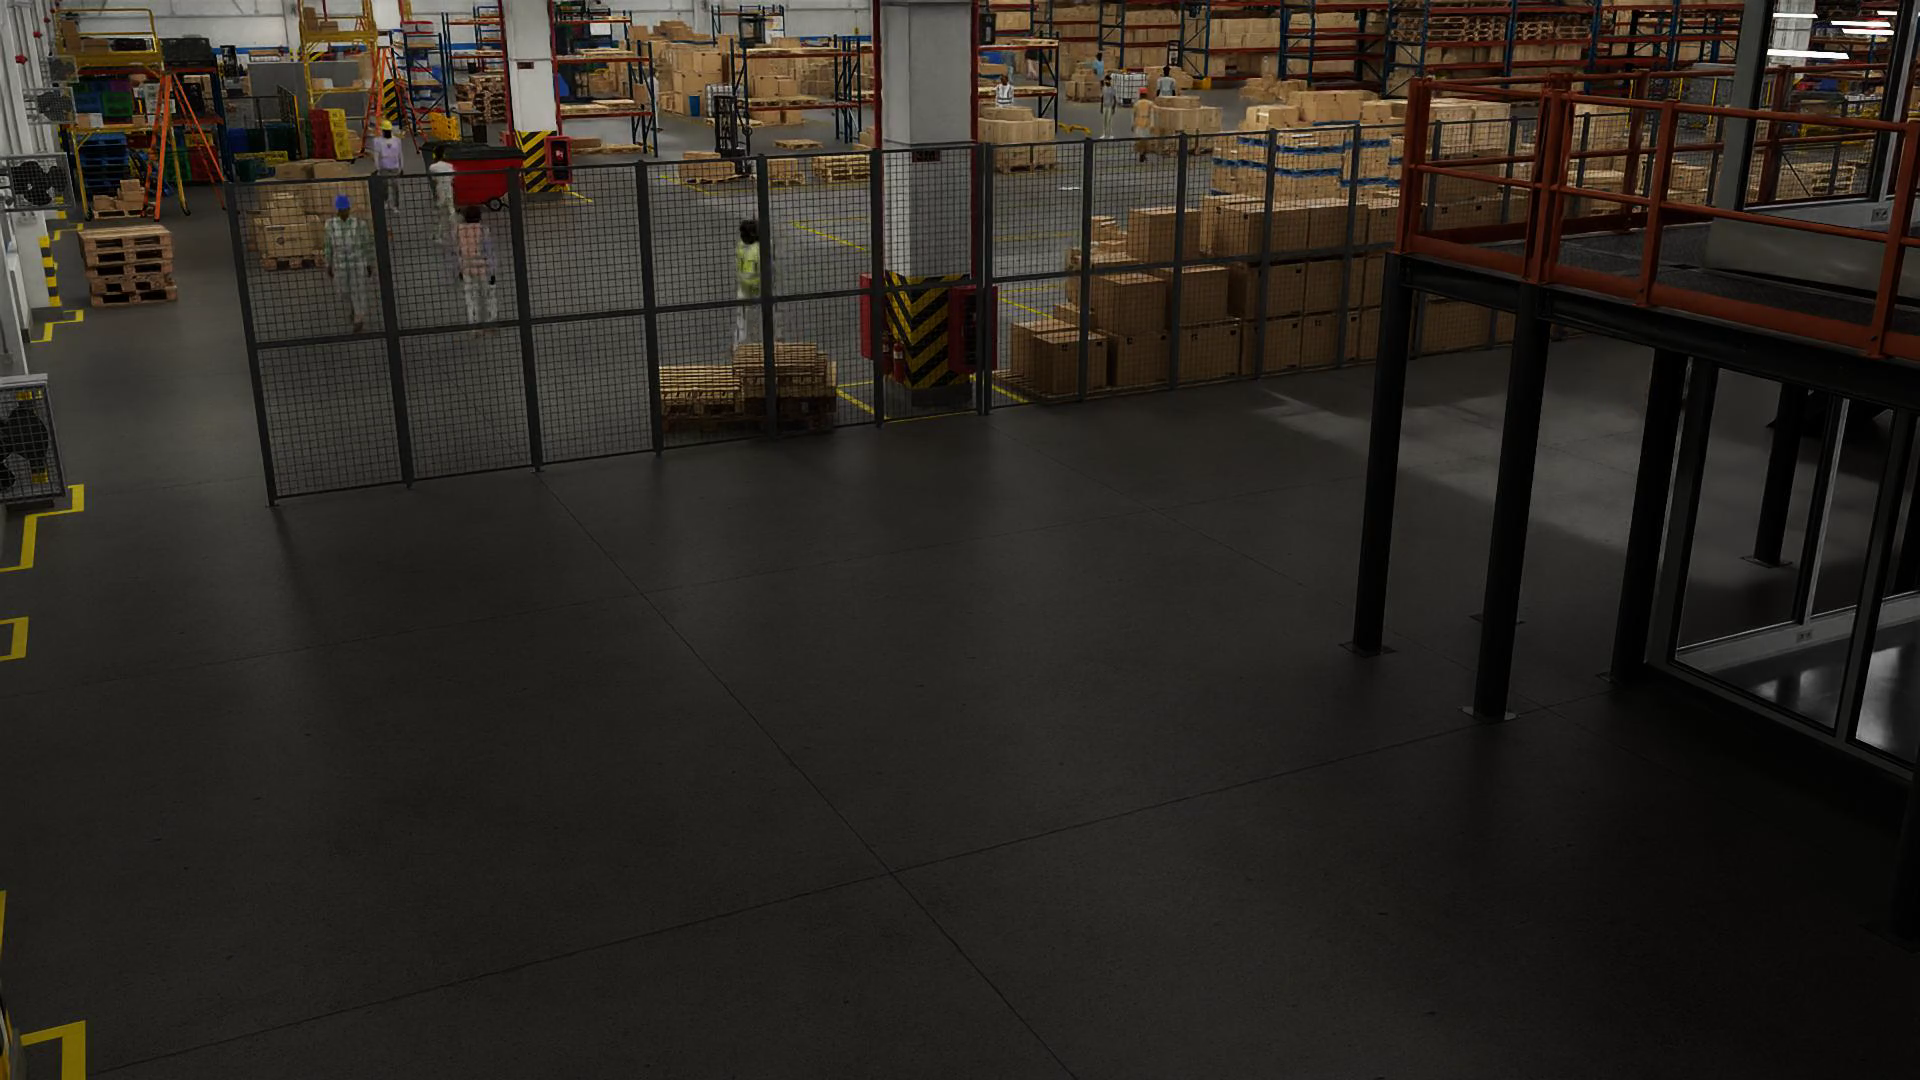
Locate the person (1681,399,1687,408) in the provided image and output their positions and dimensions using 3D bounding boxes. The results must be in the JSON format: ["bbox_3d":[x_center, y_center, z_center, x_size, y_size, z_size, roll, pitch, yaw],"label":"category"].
[{"bbox_3d":[8.502,-2.416,19.206,0.625,1.867,0.589,-4,19,-12],"label":"person"}]

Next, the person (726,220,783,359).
[{"bbox_3d":[-2.694,-3.318,21.927,0.627,1.799,0.954,12,22,31],"label":"person"}]

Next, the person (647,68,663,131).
[{"bbox_3d":[-9.585,-13.808,52.129,0.362,1.932,0.631,-10,21,-26],"label":"person"}]

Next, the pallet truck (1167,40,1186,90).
[{"bbox_3d":[9.045,-19.971,69.895,0.823,1.965,1.885,-3,19,-8],"label":"pallet truck"}]

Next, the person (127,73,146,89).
[{"bbox_3d":[-27.202,-14.813,55.055,0.386,1.923,0.593,18,26,41],"label":"person"}]

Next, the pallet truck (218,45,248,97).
[{"bbox_3d":[-28.879,-18.665,66.111,0.823,1.965,1.885,-3,19,-9],"label":"pallet truck"}]

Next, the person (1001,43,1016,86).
[{"bbox_3d":[2.002,-19.575,68.835,0.636,1.939,0.363,3,19,9],"label":"person"}]

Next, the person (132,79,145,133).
[{"bbox_3d":[-25.374,-13.402,51.412,0.519,1.633,0.312,6,20,17],"label":"person"}]

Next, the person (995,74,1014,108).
[{"bbox_3d":[1.322,-12.966,49.764,0.576,1.882,0.355,7,20,19],"label":"person"}]

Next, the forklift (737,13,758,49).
[{"bbox_3d":[-10.045,-23.561,78.969,1.129,2.768,1.873,-9,21,-25],"label":"forklift"}]

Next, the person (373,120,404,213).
[{"bbox_3d":[-11.971,-7.848,34.881,0.618,1.911,0.575,-9,21,-25],"label":"person"}]

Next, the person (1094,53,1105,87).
[{"bbox_3d":[5.585,-18.517,66.183,0.551,1.650,0.871,-14,24,-36],"label":"person"}]

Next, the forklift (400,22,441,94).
[{"bbox_3d":[-21.973,-19.281,66.562,1.129,2.768,1.873,14,23,35],"label":"forklift"}]

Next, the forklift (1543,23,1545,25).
[{"bbox_3d":[23.128,-18.960,65.631,1.873,2.768,1.129,-9,21,-25],"label":"forklift"}]

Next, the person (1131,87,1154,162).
[{"bbox_3d":[4.810,-11.023,44.099,0.578,1.895,0.918,-1,19,-2],"label":"person"}]

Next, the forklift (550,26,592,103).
[{"bbox_3d":[-14.917,-17.751,62.127,1.873,2.768,1.129,-9,21,-25],"label":"forklift"}]

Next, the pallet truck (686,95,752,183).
[{"bbox_3d":[-5.836,-9.608,39.856,0.823,1.965,1.885,10,22,27],"label":"pallet truck"}]

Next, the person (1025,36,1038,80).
[{"bbox_3d":[3.249,-21.759,75.133,0.612,1.961,0.859,-15,24,-38],"label":"person"}]

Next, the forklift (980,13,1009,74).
[{"bbox_3d":[1.346,-23.514,78.831,1.873,2.768,1.129,15,24,37],"label":"forklift"}]

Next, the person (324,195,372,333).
[{"bbox_3d":[-8.569,-3.883,23.352,0.631,1.930,0.488,-3,19,-10],"label":"person"}]

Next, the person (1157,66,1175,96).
[{"bbox_3d":[6.471,-13.897,52.335,0.600,1.967,0.368,0,19,0],"label":"person"}]

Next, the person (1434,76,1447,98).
[{"bbox_3d":[14.698,-13.428,51.303,0.555,1.742,0.548,1,19,3],"label":"person"}]

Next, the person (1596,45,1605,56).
[{"bbox_3d":[28.292,-21.321,73.762,0.650,2.020,0.685,-2,19,-6],"label":"person"}]

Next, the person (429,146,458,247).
[{"bbox_3d":[-9.504,-6.327,30.626,0.547,1.817,1.001,-18,26,-41],"label":"person"}]

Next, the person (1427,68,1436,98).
[{"bbox_3d":[16.112,-15.371,57.100,0.514,1.641,0.307,-17,25,-40],"label":"person"}]

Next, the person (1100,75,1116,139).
[{"bbox_3d":[4.424,-12.939,49.725,0.539,1.860,0.330,15,24,37],"label":"person"}]

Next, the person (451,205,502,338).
[{"bbox_3d":[-6.690,-3.741,23.109,0.630,1.820,0.636,1,19,2],"label":"person"}]
